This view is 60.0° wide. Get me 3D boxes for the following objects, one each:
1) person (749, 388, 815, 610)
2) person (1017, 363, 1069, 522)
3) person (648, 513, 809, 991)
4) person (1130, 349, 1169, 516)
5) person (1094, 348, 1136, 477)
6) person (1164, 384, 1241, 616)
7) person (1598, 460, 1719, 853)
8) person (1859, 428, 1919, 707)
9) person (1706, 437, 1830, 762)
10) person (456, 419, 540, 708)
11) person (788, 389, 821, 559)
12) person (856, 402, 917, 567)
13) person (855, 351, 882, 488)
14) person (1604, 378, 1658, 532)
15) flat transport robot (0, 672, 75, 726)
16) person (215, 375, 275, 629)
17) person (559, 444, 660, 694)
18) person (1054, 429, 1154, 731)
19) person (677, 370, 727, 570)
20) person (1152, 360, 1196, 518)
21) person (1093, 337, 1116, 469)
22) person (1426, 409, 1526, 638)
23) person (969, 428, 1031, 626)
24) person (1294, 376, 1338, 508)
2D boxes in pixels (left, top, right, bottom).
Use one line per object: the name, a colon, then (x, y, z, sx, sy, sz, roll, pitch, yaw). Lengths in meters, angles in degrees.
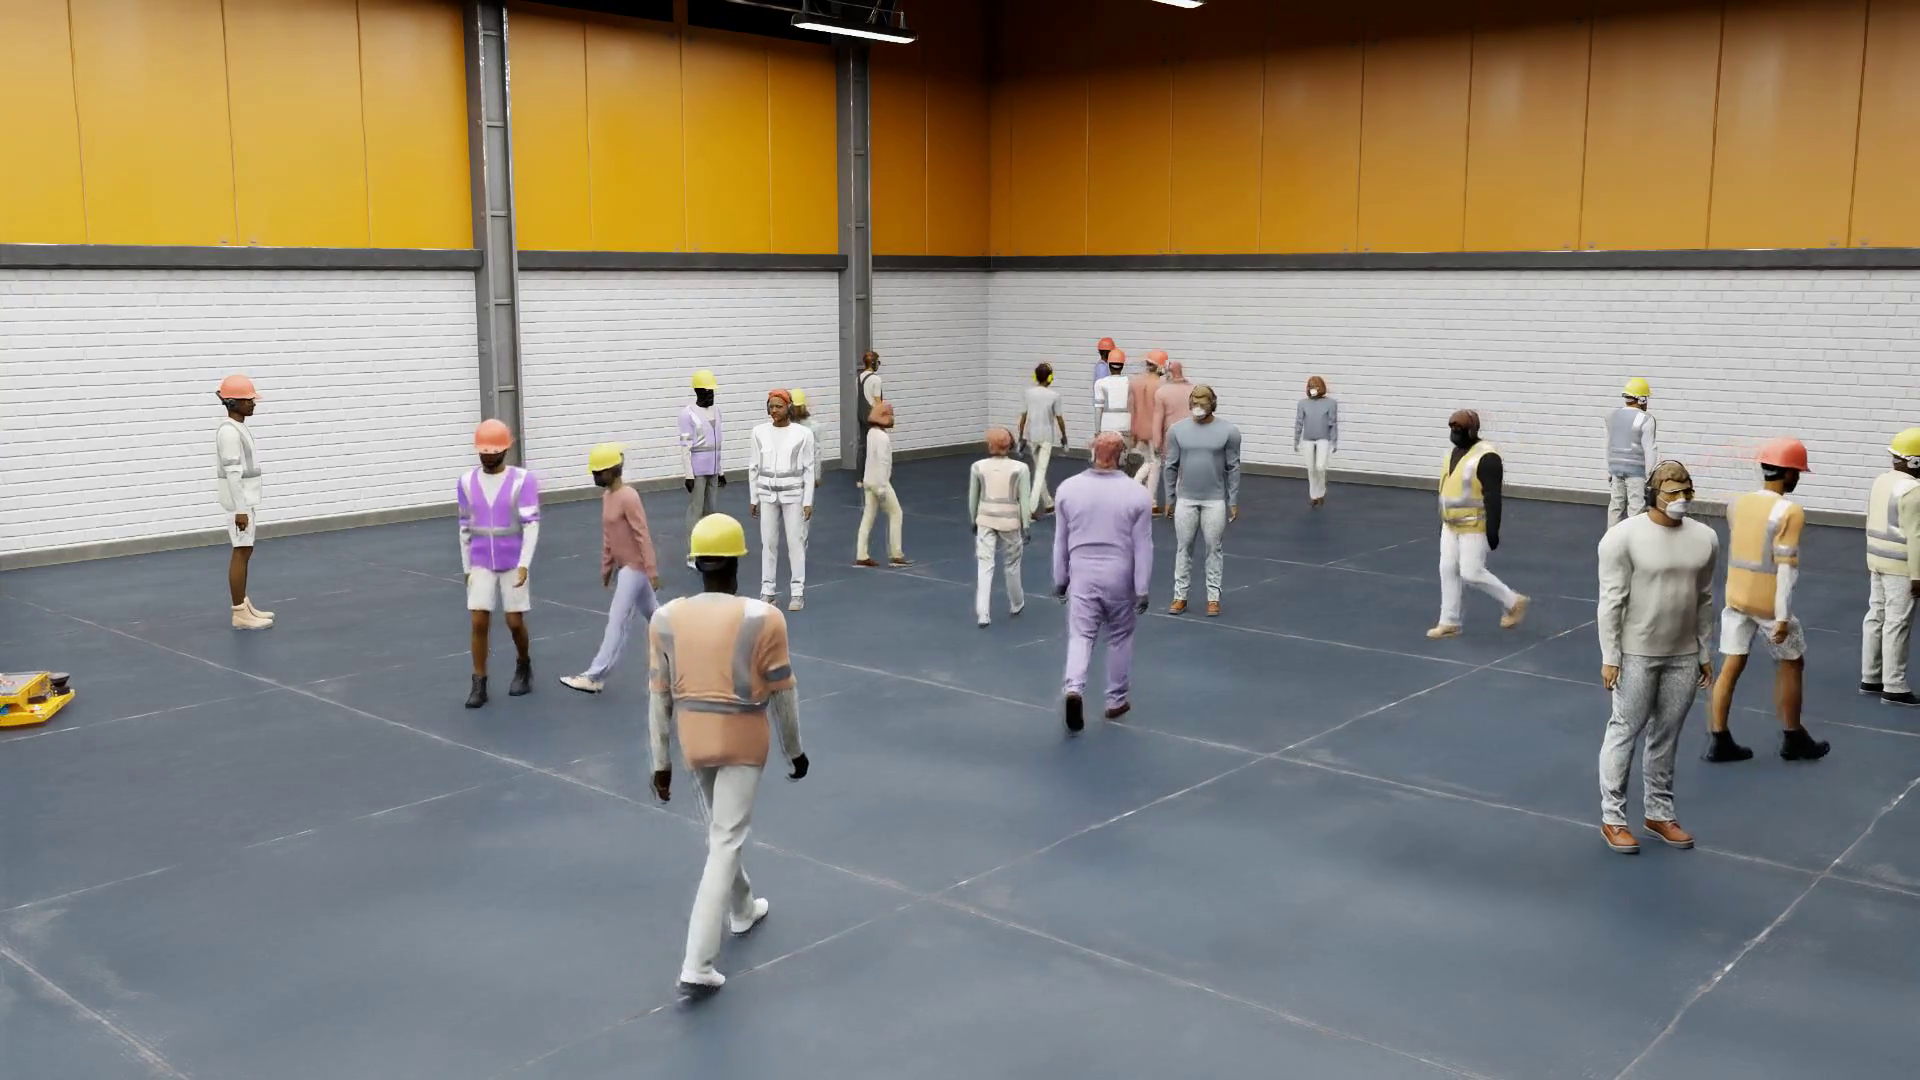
person: (-1.515, -0.340, 14.091, 0.574, 1.882, 0.356, 2, 9, 11)
person: (0.973, -1.140, 19.317, 0.544, 1.819, 0.980, 5, 10, 29)
person: (-0.972, 0.832, 6.770, 0.591, 1.881, 0.998, 3, 10, 20)
person: (2.262, -1.251, 19.520, 0.460, 1.975, 0.628, -7, 11, -36)
person: (1.908, -1.381, 20.454, 0.546, 1.938, 0.360, -1, 9, -6)
person: (2.009, -0.330, 13.856, 0.634, 1.936, 0.351, 2, 9, 15)
person: (3.438, 0.580, 8.183, 0.637, 1.939, 0.414, -2, 9, -13)
person: (6.235, 0.173, 11.021, 0.404, 1.835, 0.587, 0, 9, 3)
person: (4.750, 0.354, 9.678, 0.868, 1.897, 0.568, -3, 10, -21)
person: (-3.034, 0.140, 11.001, 0.558, 1.907, 0.631, 0, 9, 1)
person: (-1.638, -0.622, 16.402, 0.487, 1.712, 0.848, 2, 9, 12)
person: (-0.703, -0.531, 16.141, 0.695, 1.606, 0.519, -4, 10, -24)
person: (-1.193, -1.585, 22.071, 0.341, 1.839, 0.501, -7, 11, -36)
person: (6.610, -0.675, 16.351, 0.403, 1.833, 0.586, -5, 10, -27)
flat transport robot: (-6.490, 1.027, 10.543, 1.431, 0.197, 0.652, -2, 9, -13)
person: (-5.747, -0.305, 13.367, 0.374, 2.042, 0.615, -3, 10, -18)
person: (-2.264, 0.196, 11.306, 0.969, 1.703, 0.560, -5, 10, -27)
person: (0.887, 0.246, 10.420, 0.650, 1.877, 0.833, 3, 9, 18)
person: (-2.470, -0.680, 16.080, 0.362, 1.928, 0.587, 5, 10, 27)
person: (2.529, -1.124, 19.040, 0.693, 1.873, 0.659, -4, 10, -21)
person: (2.106, -1.961, 24.100, 0.364, 1.936, 0.547, 0, 9, 1)
person: (4.030, -0.122, 12.944, 0.661, 1.816, 0.661, -3, 10, -18)
person: (0.325, -0.119, 13.596, 0.553, 1.591, 0.867, 2, 9, 14)
person: (4.306, -1.184, 20.197, 0.526, 1.612, 0.498, 5, 10, 30)
